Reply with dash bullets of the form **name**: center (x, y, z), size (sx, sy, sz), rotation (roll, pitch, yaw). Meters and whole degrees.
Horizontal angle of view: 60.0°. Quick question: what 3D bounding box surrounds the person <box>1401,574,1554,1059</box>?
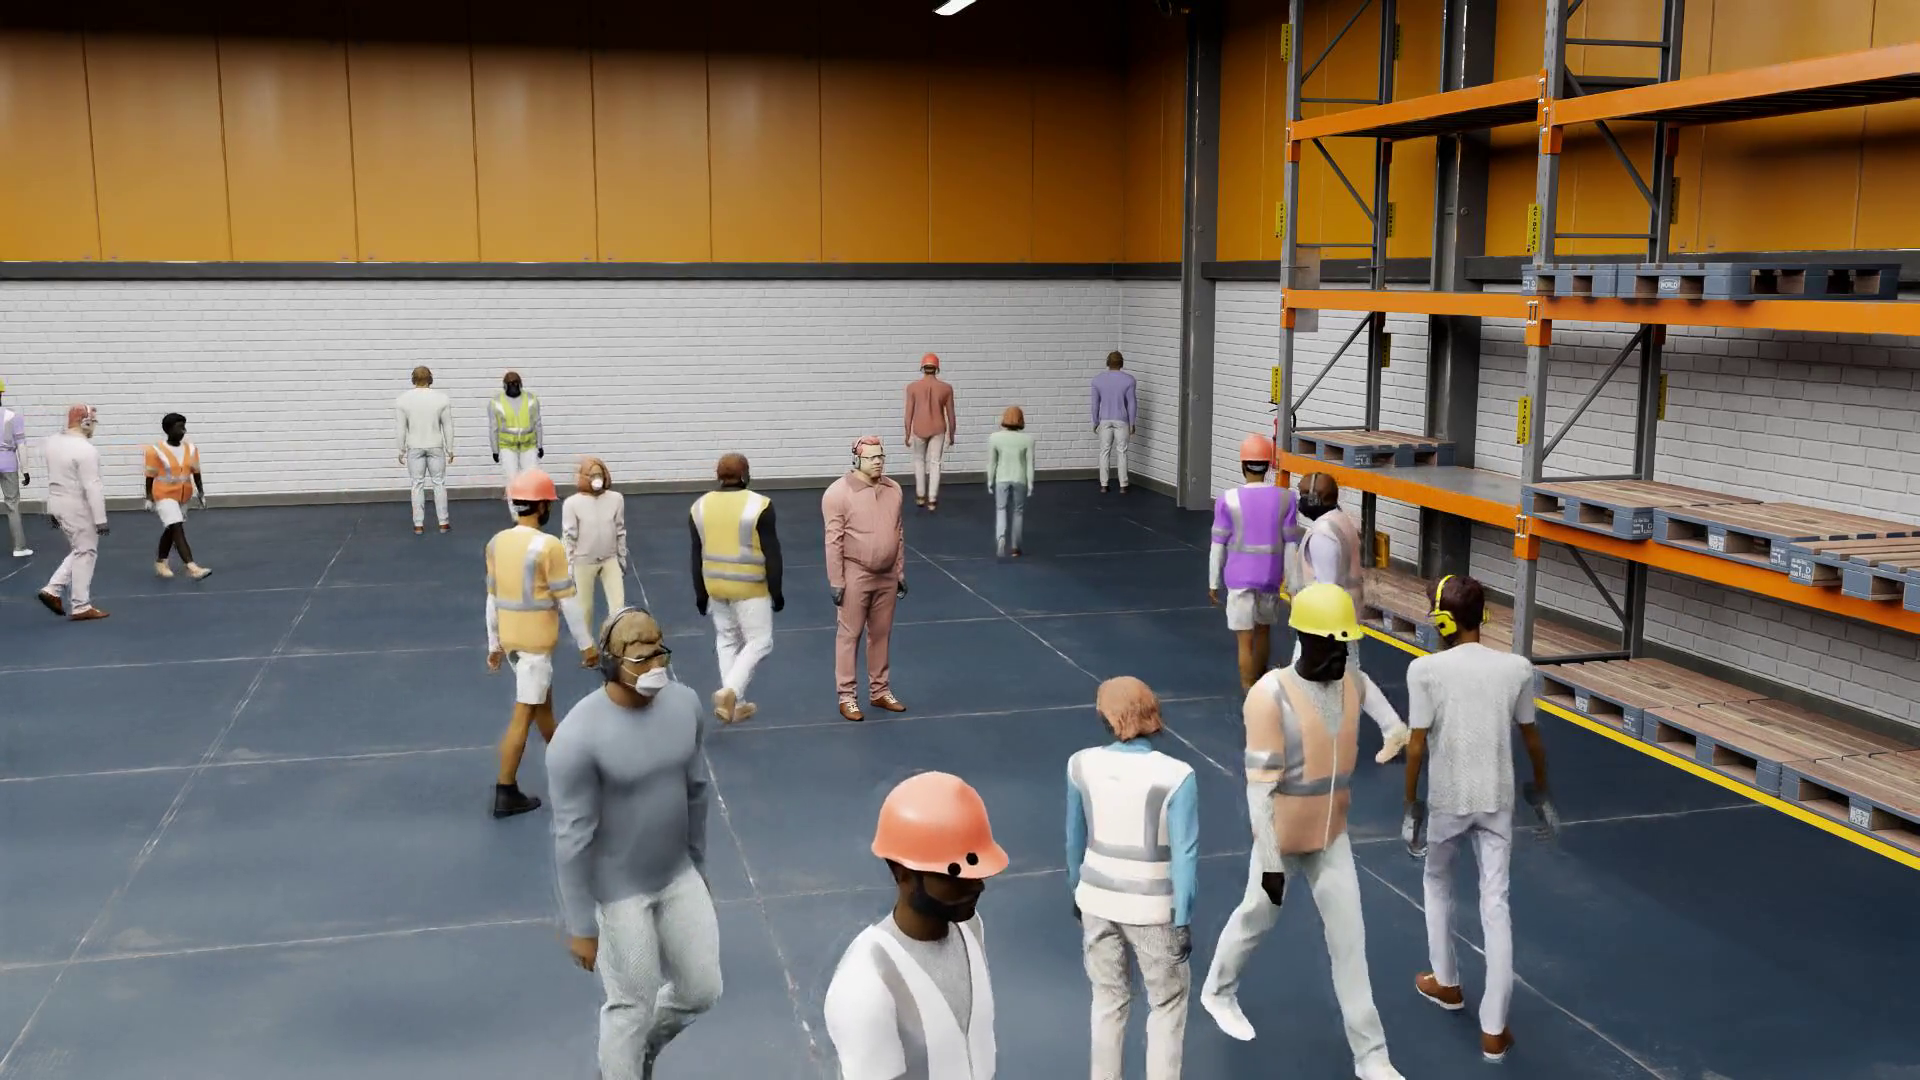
- **person**: center (2.039, 1.037, 6.536), size (0.635, 1.828, 0.799), rotation (1, 9, 6)

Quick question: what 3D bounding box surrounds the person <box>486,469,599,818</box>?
- **person**: center (-2.323, 0.549, 9.362), size (0.570, 1.891, 0.958), rotation (7, 12, 38)

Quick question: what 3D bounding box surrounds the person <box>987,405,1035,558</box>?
- **person**: center (0.534, -0.602, 17.404), size (0.509, 1.610, 0.629), rotation (1, 9, 7)

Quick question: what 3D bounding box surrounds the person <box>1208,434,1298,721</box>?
- **person**: center (1.938, 0.244, 11.184), size (0.571, 1.913, 0.780), rotation (-1, 9, -4)

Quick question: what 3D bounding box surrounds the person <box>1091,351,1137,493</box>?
- **person**: center (2.098, -1.604, 22.648), size (0.627, 1.940, 0.375), rotation (3, 10, 20)

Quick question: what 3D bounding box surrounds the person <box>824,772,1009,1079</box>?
- **person**: center (-0.057, 1.445, 3.674), size (0.406, 1.922, 0.552), rotation (6, 11, 35)

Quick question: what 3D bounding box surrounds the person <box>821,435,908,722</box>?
- **person**: center (-0.610, 0.246, 11.201), size (0.643, 1.909, 0.410), rotation (-8, 12, -41)

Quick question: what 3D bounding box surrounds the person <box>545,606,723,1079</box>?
- **person**: center (-1.051, 1.156, 5.475), size (0.450, 1.920, 0.647), rotation (7, 11, 36)

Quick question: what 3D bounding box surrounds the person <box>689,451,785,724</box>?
- **person**: center (-1.503, 0.342, 10.875), size (0.635, 1.824, 0.644), rotation (4, 10, 25)

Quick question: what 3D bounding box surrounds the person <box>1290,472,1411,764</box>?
- **person**: center (2.309, 0.485, 10.088), size (0.907, 1.799, 0.664), rotation (4, 10, 25)

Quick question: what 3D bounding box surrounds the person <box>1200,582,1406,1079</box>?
- **person**: center (1.275, 1.063, 6.218), size (0.620, 1.872, 1.013), rotation (-6, 11, -31)

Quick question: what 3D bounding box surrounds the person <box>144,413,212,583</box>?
- **person**: center (-7.580, -0.414, 16.107), size (0.915, 1.634, 0.543), rotation (5, 10, 27)

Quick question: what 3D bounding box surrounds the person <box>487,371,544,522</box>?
- **person**: center (-5.337, -1.125, 20.011), size (0.649, 1.825, 0.470), rotation (-4, 10, -23)

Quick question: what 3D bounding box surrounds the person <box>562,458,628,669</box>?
- **person**: center (-2.683, 0.199, 12.390), size (0.532, 1.608, 0.681), rotation (-6, 11, -33)

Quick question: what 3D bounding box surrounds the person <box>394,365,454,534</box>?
- **person**: center (-6.135, -1.034, 19.095), size (0.633, 1.936, 0.353), rotation (-3, 9, -16)

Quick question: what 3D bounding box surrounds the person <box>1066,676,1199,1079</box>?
- **person**: center (0.577, 1.271, 5.720), size (0.540, 1.606, 0.408), rotation (6, 11, 32)

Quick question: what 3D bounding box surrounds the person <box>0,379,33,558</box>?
- **person**: center (-10.076, -0.760, 17.424), size (0.594, 1.922, 0.385), rotation (-2, 9, -15)

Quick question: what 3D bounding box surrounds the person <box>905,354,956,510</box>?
- **person**: center (-0.376, -1.398, 21.289), size (0.662, 1.951, 0.944), rotation (0, 9, -1)

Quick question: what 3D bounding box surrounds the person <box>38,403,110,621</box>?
- **person**: center (-7.548, -0.222, 14.209), size (0.677, 1.878, 0.466), rotation (7, 11, 37)
